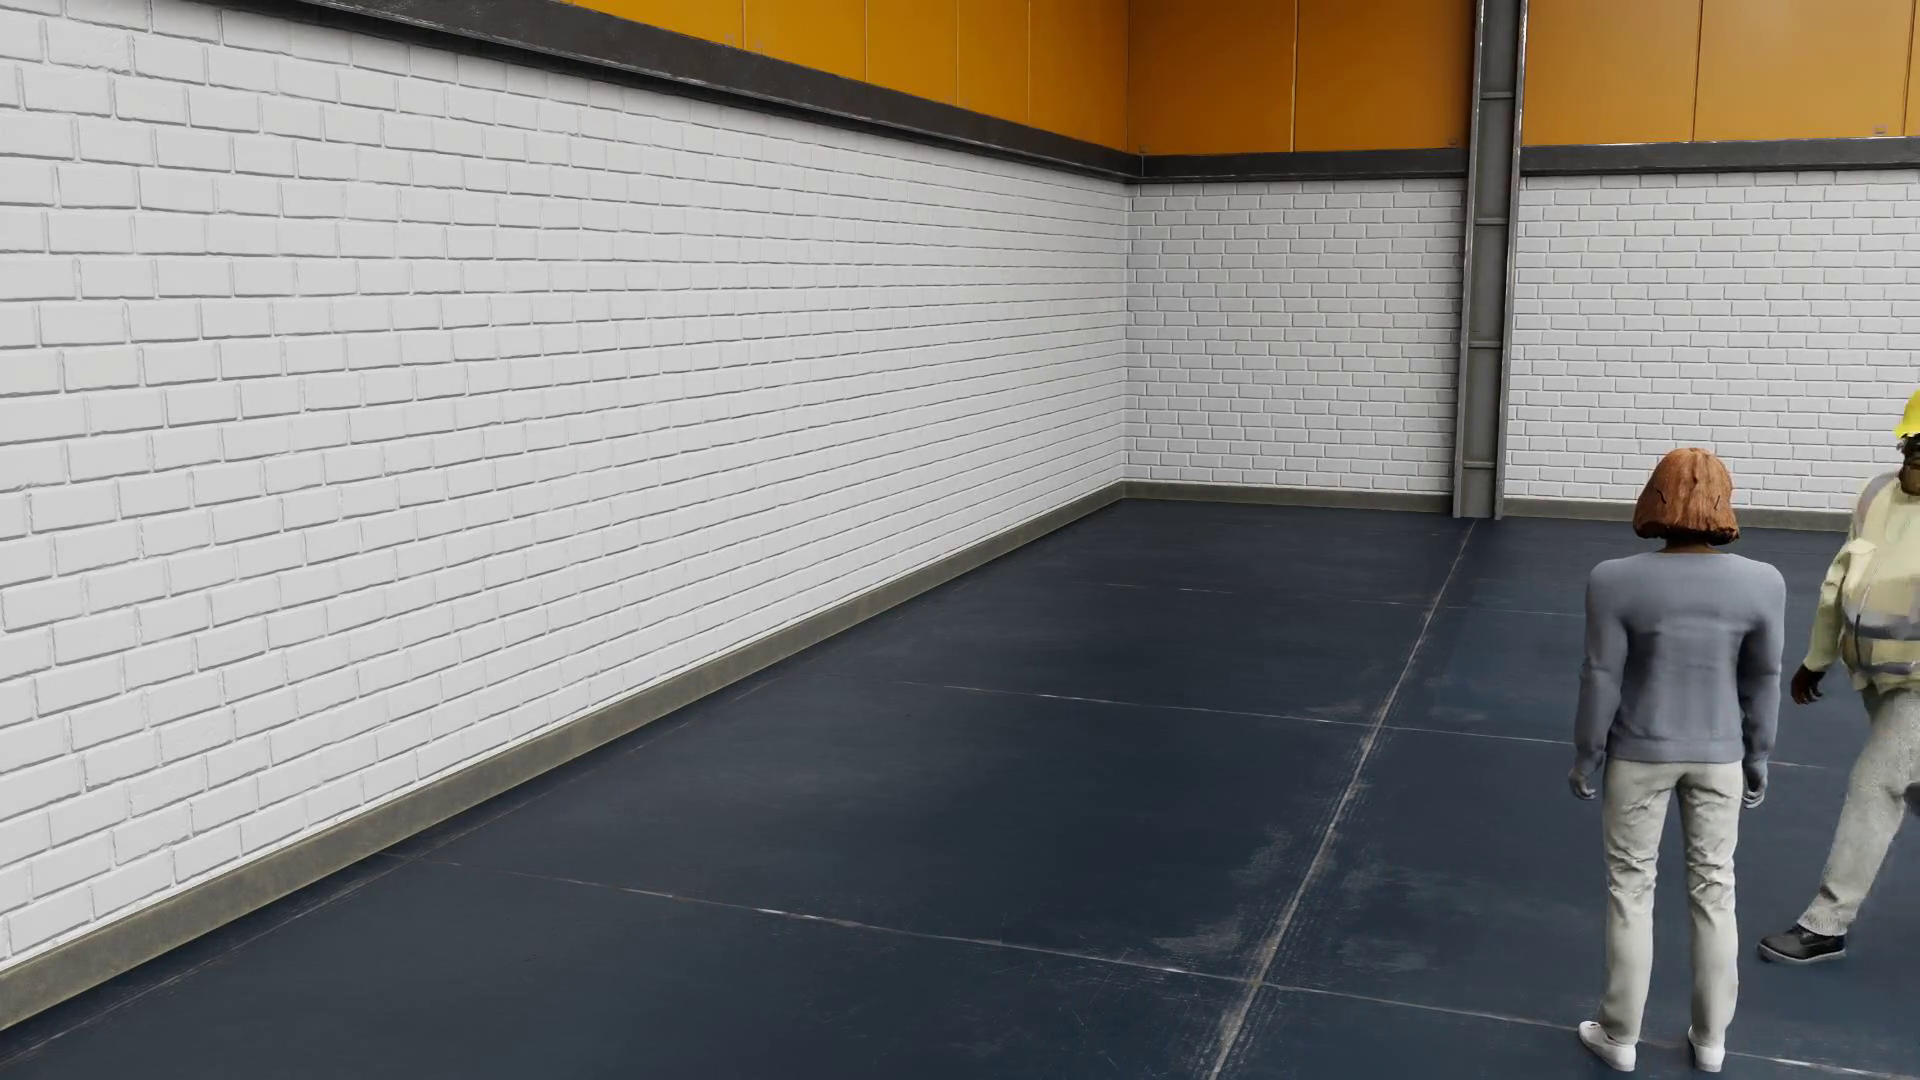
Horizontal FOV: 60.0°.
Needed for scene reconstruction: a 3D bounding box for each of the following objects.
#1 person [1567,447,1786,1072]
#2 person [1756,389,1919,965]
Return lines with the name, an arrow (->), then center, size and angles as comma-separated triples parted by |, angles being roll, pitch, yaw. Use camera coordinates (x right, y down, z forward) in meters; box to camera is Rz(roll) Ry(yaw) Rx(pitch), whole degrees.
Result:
person -> 1.847, 0.575, 4.319 | 0.509, 1.632, 0.266 | 1, 9, 4
person -> 2.923, 0.392, 5.019 | 0.956, 1.783, 0.591 | -1, 9, -9
